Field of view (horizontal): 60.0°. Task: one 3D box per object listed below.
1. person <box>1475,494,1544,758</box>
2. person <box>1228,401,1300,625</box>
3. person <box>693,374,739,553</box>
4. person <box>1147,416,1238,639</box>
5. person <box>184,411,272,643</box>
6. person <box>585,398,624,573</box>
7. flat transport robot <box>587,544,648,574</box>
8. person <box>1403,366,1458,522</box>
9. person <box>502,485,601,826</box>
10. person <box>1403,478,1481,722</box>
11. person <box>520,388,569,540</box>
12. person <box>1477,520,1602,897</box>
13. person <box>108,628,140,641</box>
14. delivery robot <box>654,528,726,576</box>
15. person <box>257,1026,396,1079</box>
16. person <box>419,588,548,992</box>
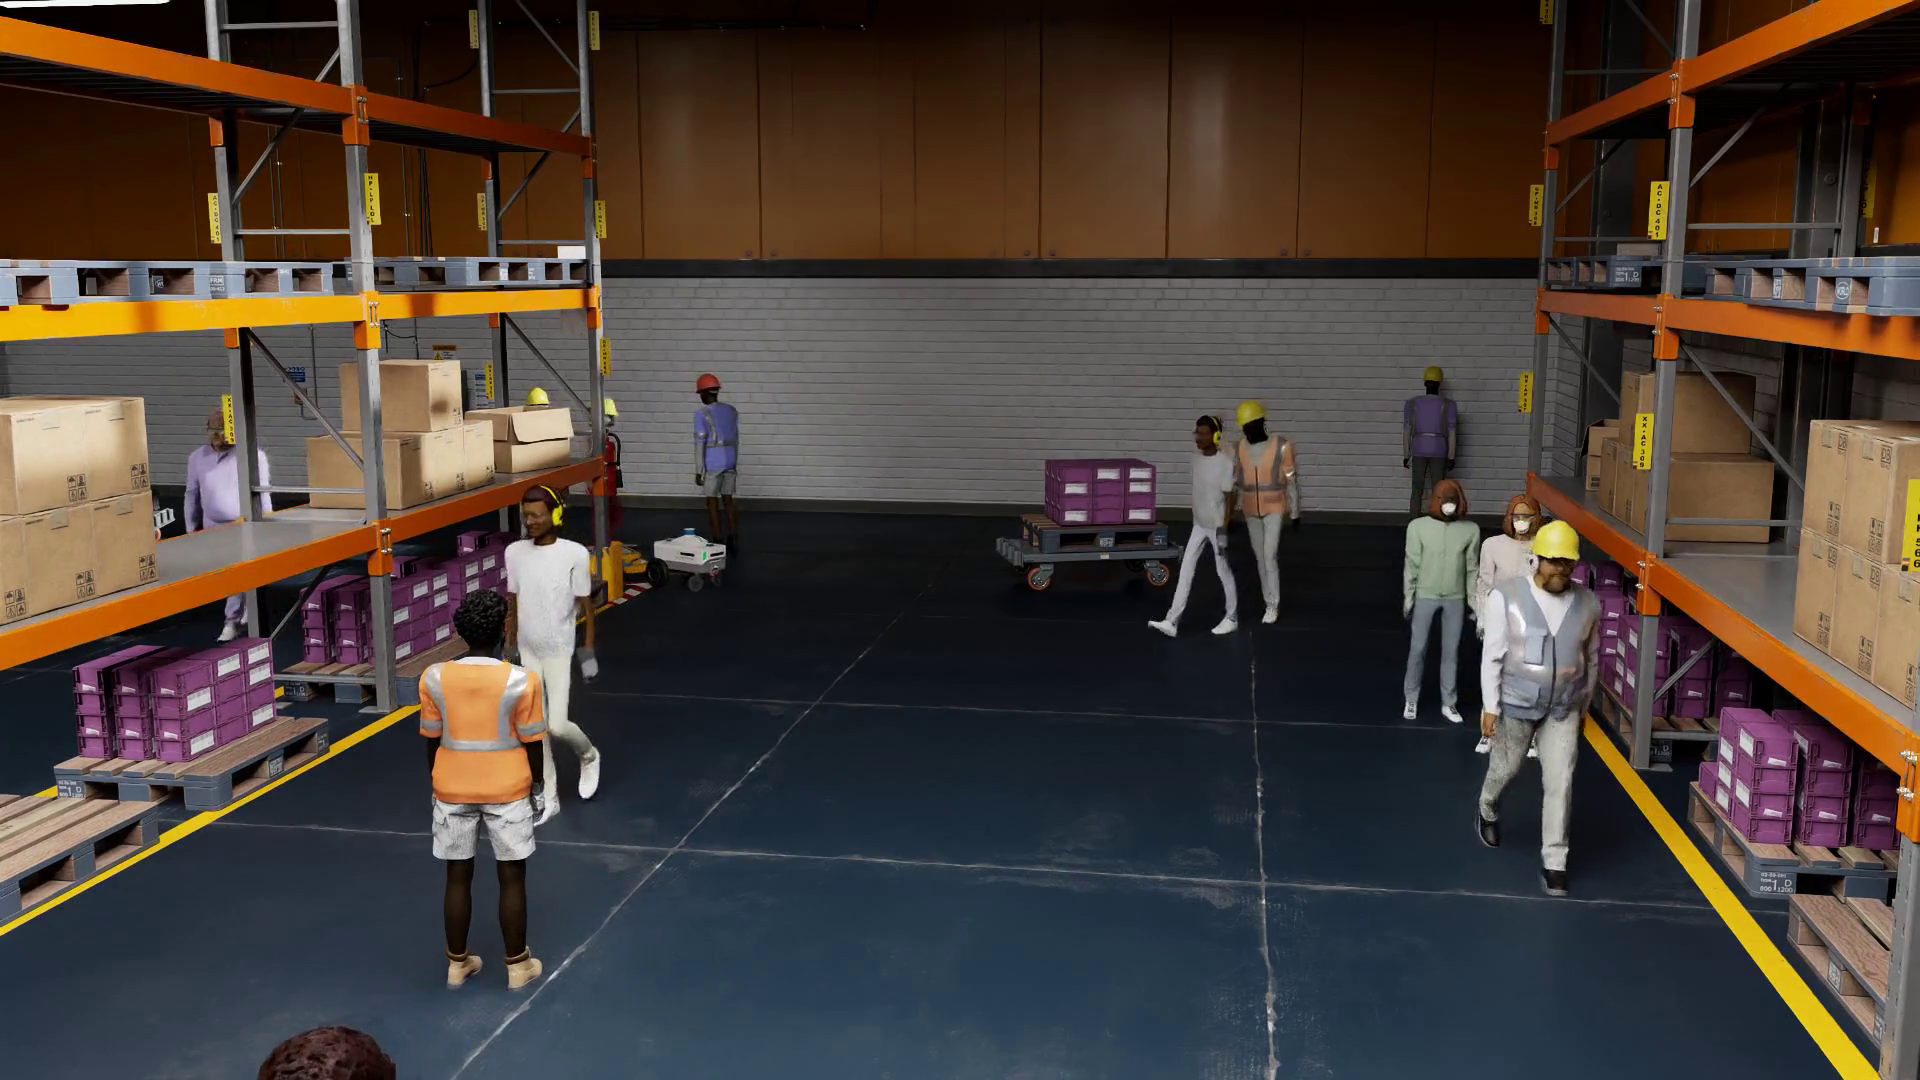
[{"bbox_3d":[3.437,0.525,10.268,0.497,1.632,0.289,3,10,20],"label":"person"},{"bbox_3d":[2.537,-0.230,14.135,0.620,1.883,0.744,5,11,30],"label":"person"},{"bbox_3d":[-2.592,-0.793,17.539,0.447,1.910,0.563,8,12,41],"label":"person"},{"bbox_3d":[1.963,-0.091,13.464,0.975,1.821,0.557,-7,12,-38],"label":"person"},{"bbox_3d":[-6.027,-0.148,13.730,0.662,1.865,0.989,0,9,0],"label":"person"},{"bbox_3d":[-3.499,-0.524,16.351,0.344,1.750,0.558,0,9,1],"label":"person"},{"bbox_3d":[-3.793,0.218,16.343,1.431,0.197,0.652,-5,10,-27],"label":"flat transport robot"},{"bbox_3d":[5.273,-0.986,18.682,0.592,1.926,0.366,4,10,22],"label":"person"},{"bbox_3d":[-2.242,0.606,9.082,0.518,1.856,0.498,3,10,17],"label":"person"},{"bbox_3d":[3.193,0.396,11.060,0.503,1.634,0.267,0,9,3],"label":"person"},{"bbox_3d":[-4.185,-0.595,16.540,0.600,1.836,0.404,-3,10,-18],"label":"person"},{"bbox_3d":[2.847,0.773,8.244,0.600,1.805,0.858,0,9,2],"label":"person"},{"bbox_3d":[-6.846,-0.094,13.532,0.591,1.816,0.493,3,10,20],"label":"person"},{"bbox_3d":[-2.553,0.130,15.730,0.707,0.478,0.477,6,11,34],"label":"delivery robot"},{"bbox_3d":[-0.883,1.630,2.716,0.607,1.883,0.959,4,10,21],"label":"person"},{"bbox_3d":[-1.967,1.041,6.910,0.530,1.689,0.322,0,9,1],"label":"person"}]
